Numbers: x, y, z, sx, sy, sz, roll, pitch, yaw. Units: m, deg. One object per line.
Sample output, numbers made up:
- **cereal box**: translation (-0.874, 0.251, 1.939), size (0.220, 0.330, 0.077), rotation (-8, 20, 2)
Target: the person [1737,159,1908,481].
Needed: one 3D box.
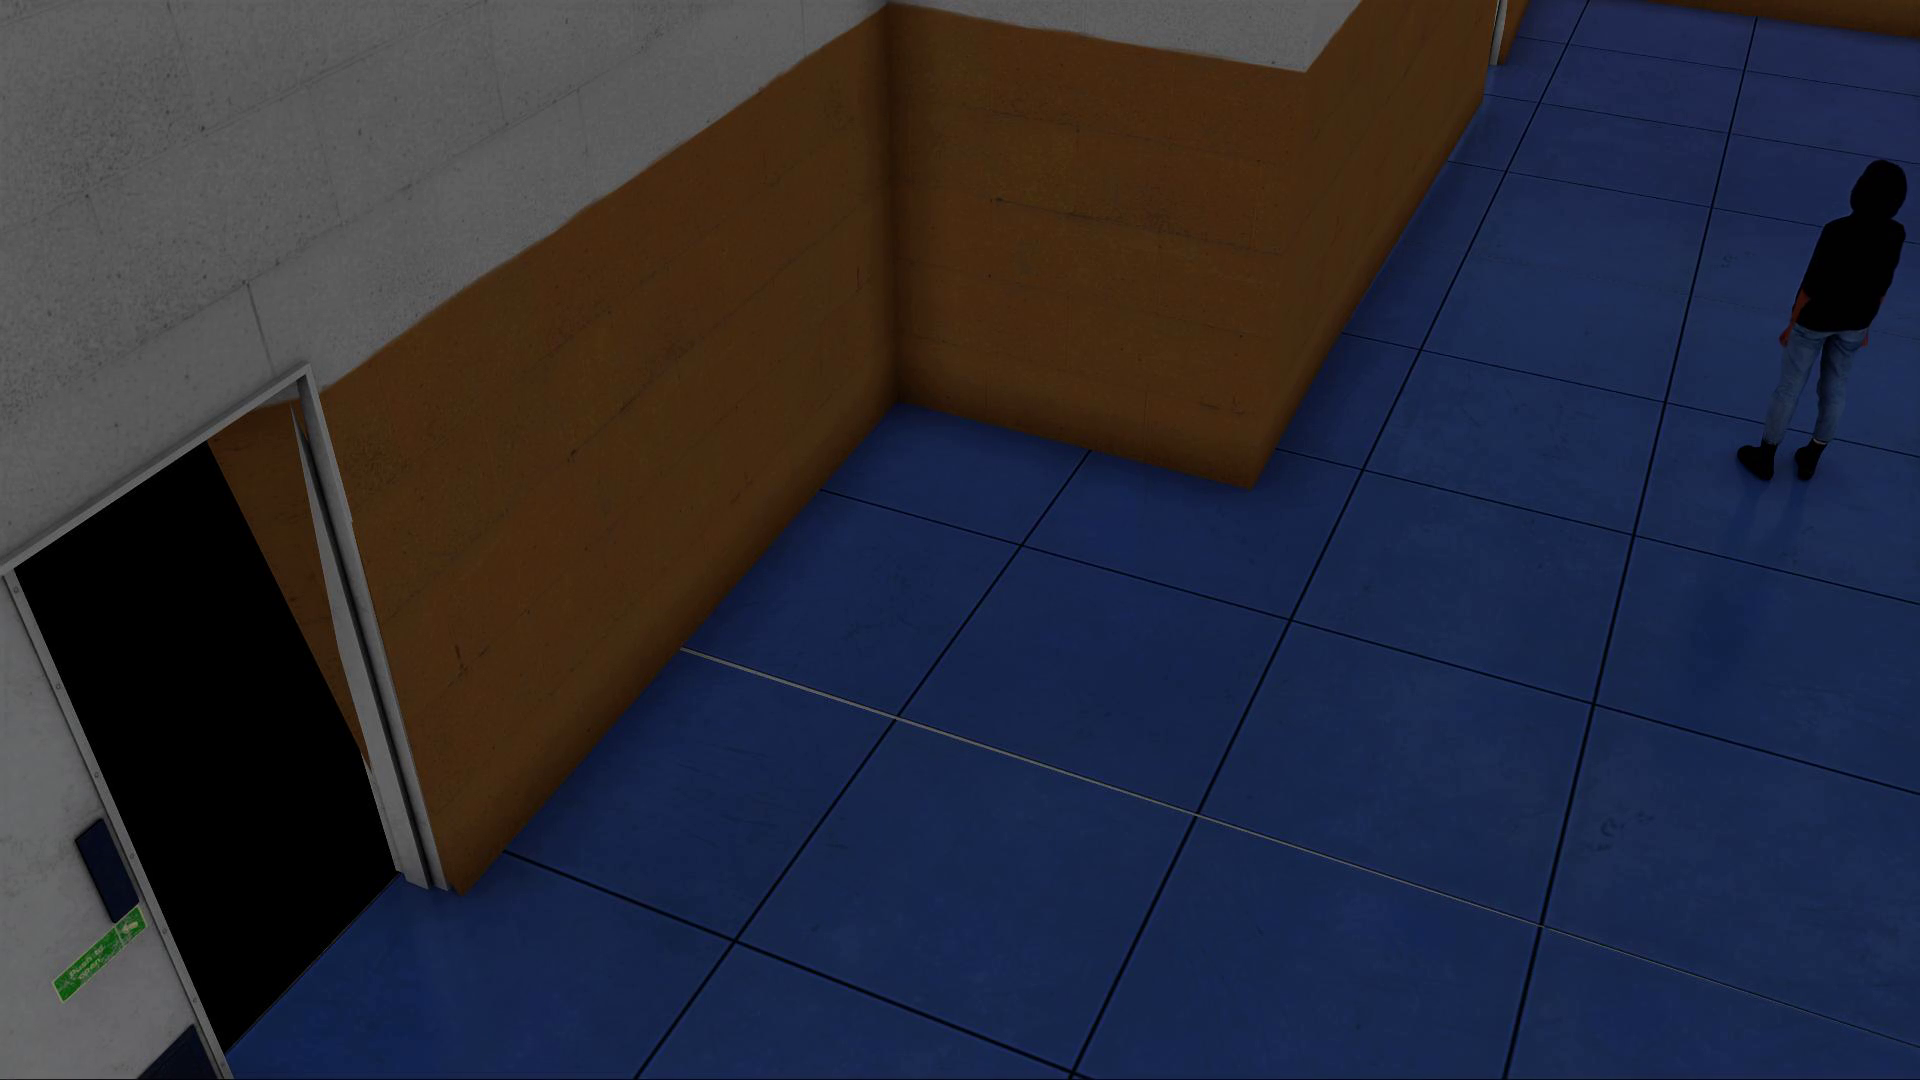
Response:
- **person**: translation (4.198, -1.036, 8.023), size (0.591, 1.698, 0.703), rotation (2, 37, 3)
